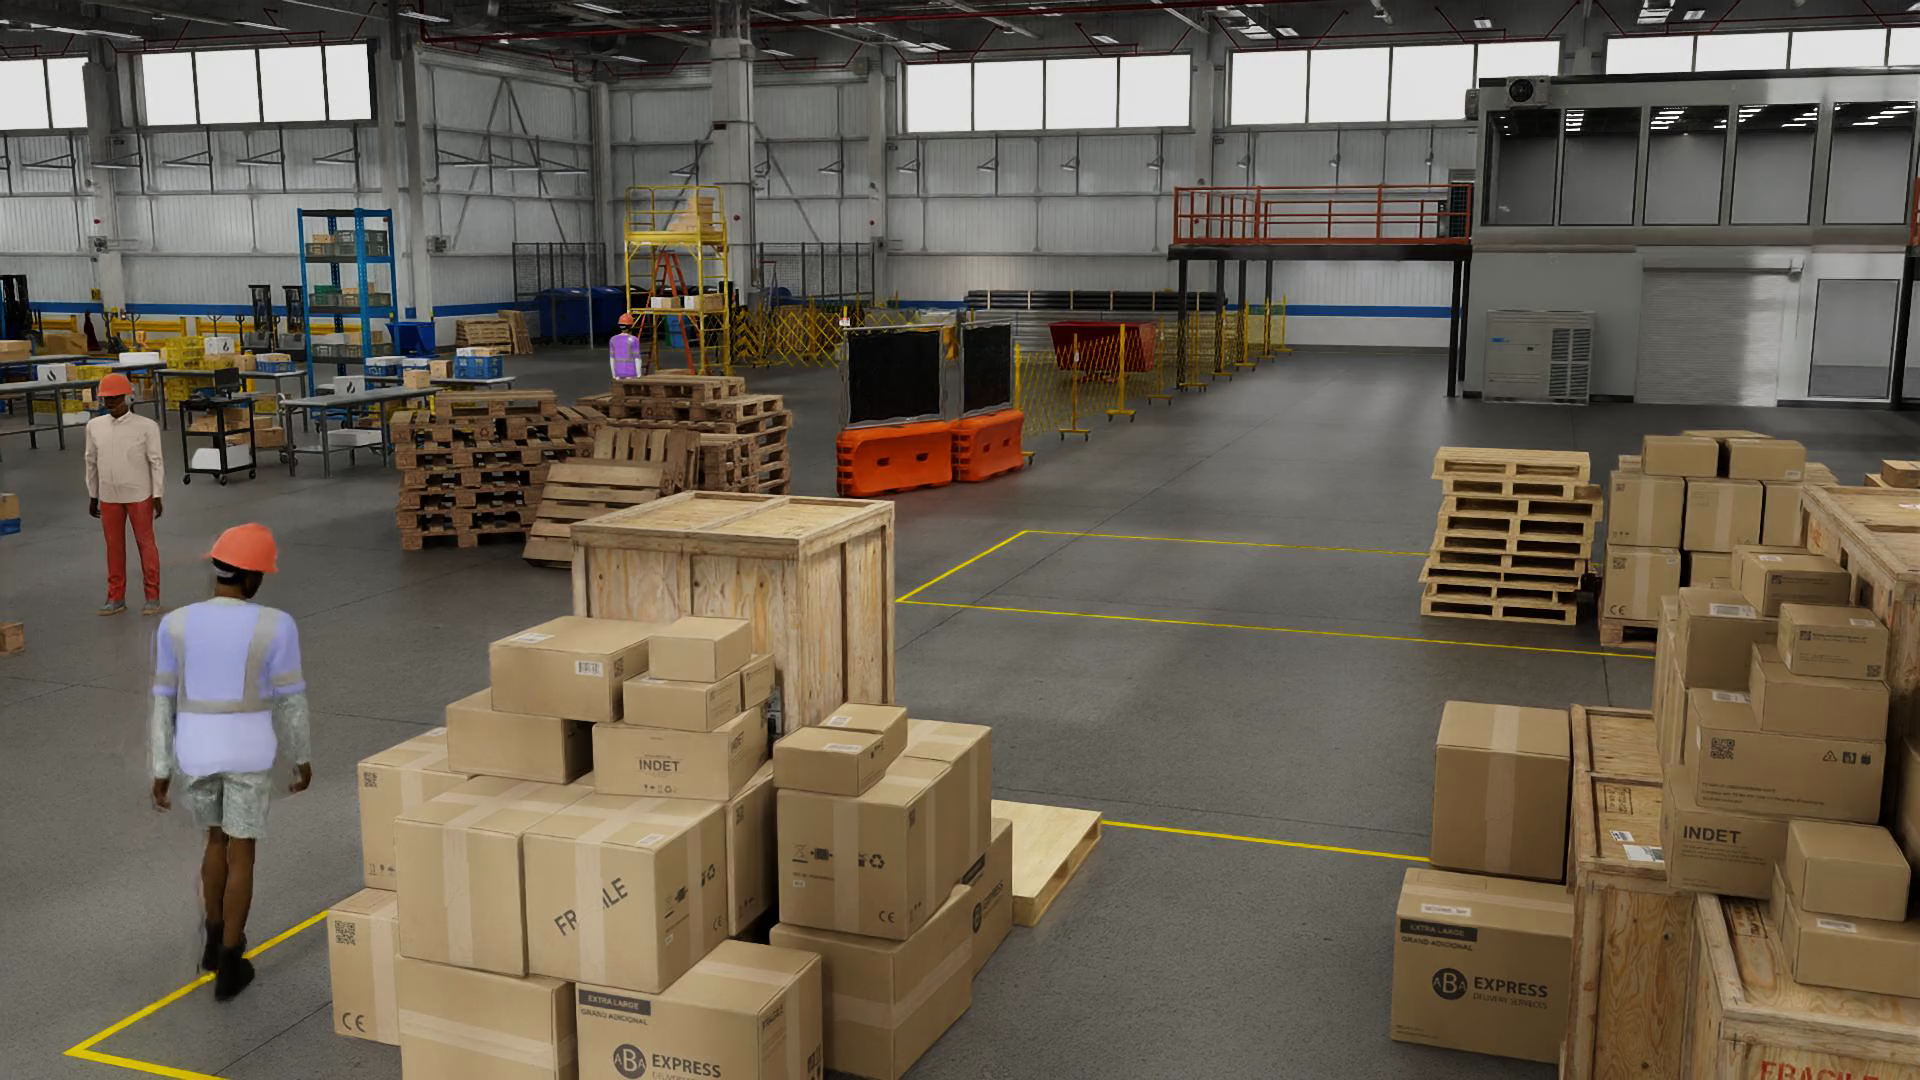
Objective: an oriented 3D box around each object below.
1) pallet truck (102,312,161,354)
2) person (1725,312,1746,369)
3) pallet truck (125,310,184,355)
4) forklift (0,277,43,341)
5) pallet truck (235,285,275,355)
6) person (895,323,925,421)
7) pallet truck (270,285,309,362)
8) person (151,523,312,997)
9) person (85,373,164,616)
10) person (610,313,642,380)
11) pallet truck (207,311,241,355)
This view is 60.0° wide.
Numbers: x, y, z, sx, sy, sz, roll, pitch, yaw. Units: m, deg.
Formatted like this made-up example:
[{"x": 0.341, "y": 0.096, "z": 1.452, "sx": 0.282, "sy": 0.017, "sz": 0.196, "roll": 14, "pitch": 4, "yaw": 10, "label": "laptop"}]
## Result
[{"x": -23.057, "y": -5.777, "z": 46.261, "sx": 0.680, "sy": 1.201, "sz": 1.601, "roll": 3, "pitch": 11, "yaw": 19, "label": "pallet truck"}, {"x": 18.257, "y": -4.718, "z": 39.161, "sx": 0.498, "sy": 1.627, "sz": 0.289, "roll": 6, "pitch": 12, "yaw": 32, "label": "person"}, {"x": -22.038, "y": -5.665, "z": 45.457, "sx": 0.704, "sy": 1.261, "sz": 1.522, "roll": 3, "pitch": 11, "yaw": 17, "label": "pallet truck"}, {"x": -27.151, "y": -6.329, "z": 46.328, "sx": 1.157, "sy": 1.987, "sz": 2.680, "roll": 3, "pitch": 11, "yaw": 17, "label": "forklift"}, {"x": -18.327, "y": -5.835, "z": 44.421, "sx": 0.823, "sy": 1.965, "sz": 1.885, "roll": 4, "pitch": 11, "yaw": 23, "label": "pallet truck"}, {"x": -0.868, "y": -2.870, "z": 28.588, "sx": 0.497, "sy": 1.693, "sz": 0.880, "roll": 3, "pitch": 10, "yaw": 14, "label": "person"}, {"x": -17.147, "y": -5.700, "z": 43.663, "sx": 0.823, "sy": 1.965, "sz": 1.885, "roll": 3, "pitch": 11, "yaw": 17, "label": "pallet truck"}, {"x": -2.988, "y": 0.890, "z": 6.834, "sx": 0.558, "sy": 1.887, "sz": 0.651, "roll": -1, "pitch": 10, "yaw": -3, "label": "person"}, {"x": -6.846, "y": -0.368, "z": 13.636, "sx": 0.609, "sy": 1.996, "sz": 0.379, "roll": -1, "pitch": 10, "yaw": -3, "label": "person"}, {"x": -5.354, "y": -2.678, "z": 26.813, "sx": 0.552, "sy": 1.934, "sz": 0.373, "roll": 4, "pitch": 11, "yaw": 20, "label": "person"}, {"x": -19.537, "y": -5.575, "z": 44.913, "sx": 0.653, "sy": 1.274, "sz": 1.630, "roll": 3, "pitch": 11, "yaw": 19, "label": "pallet truck"}]
